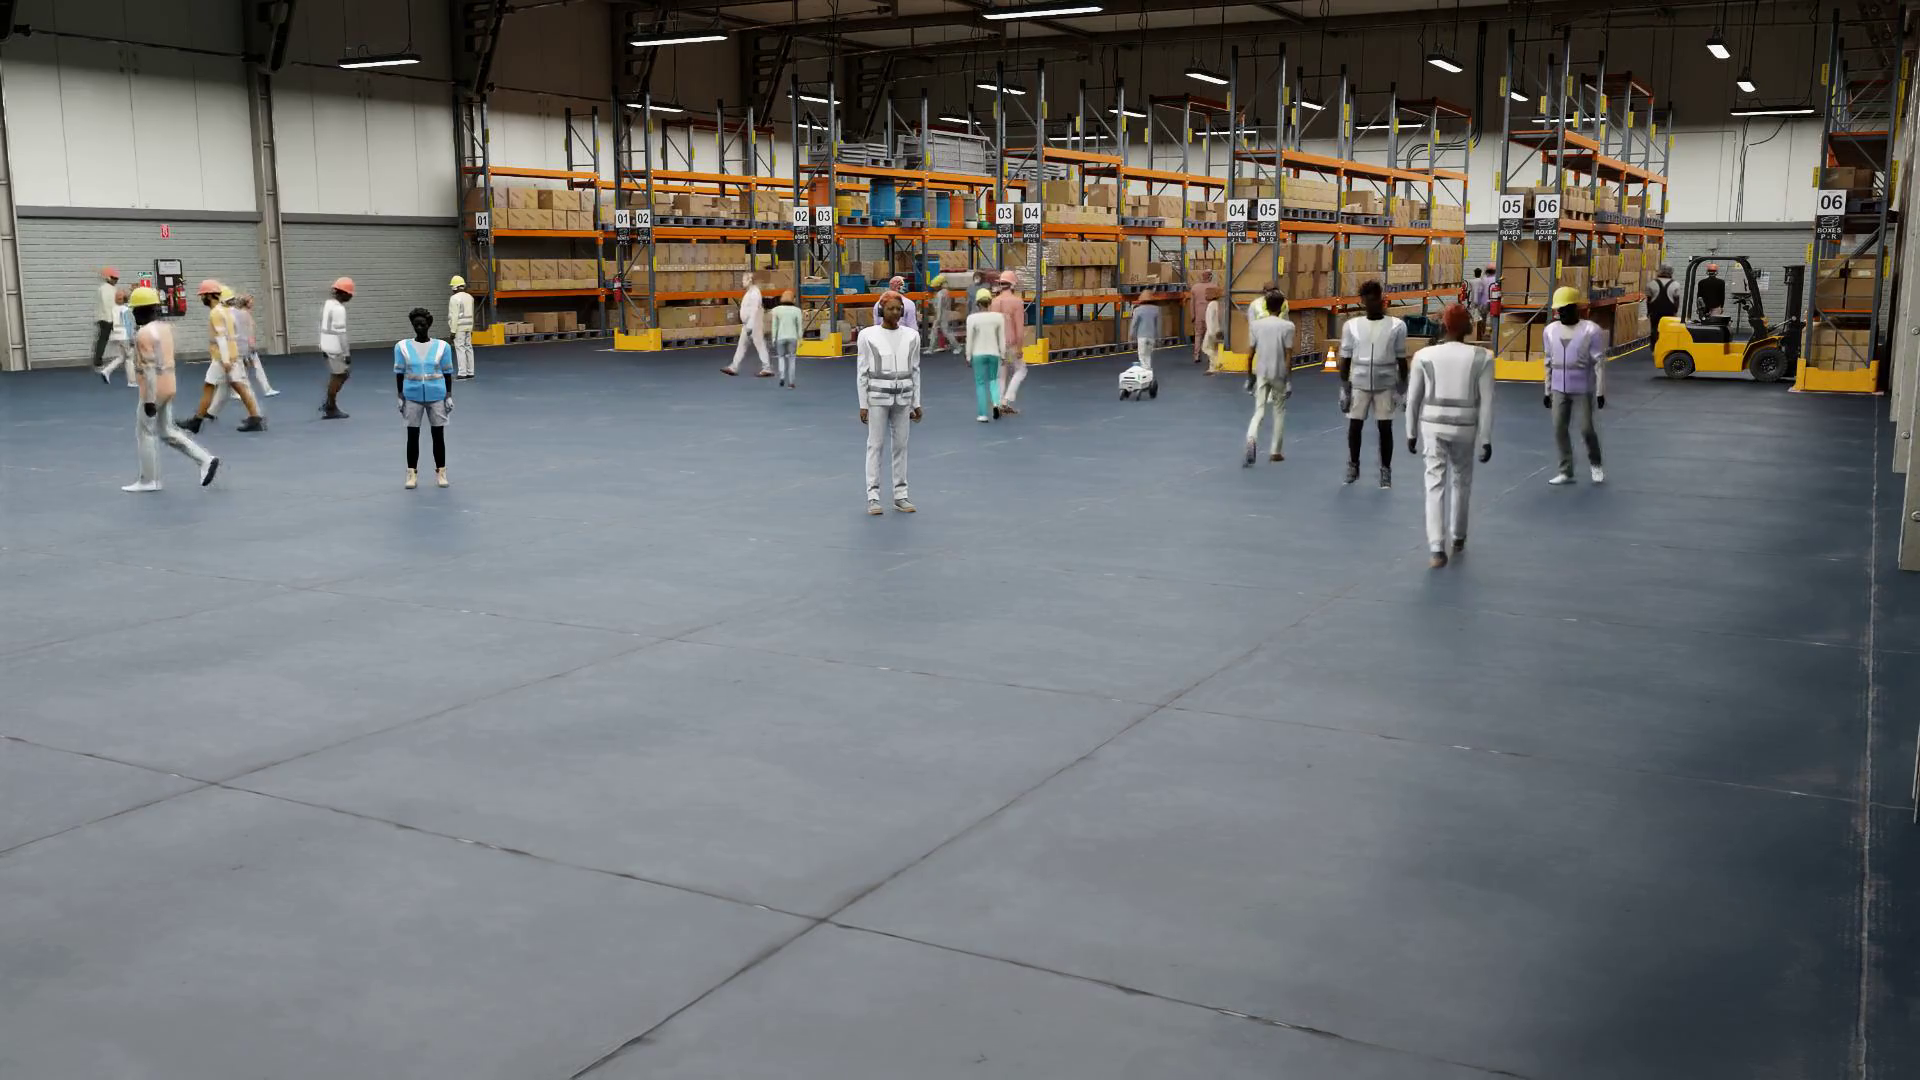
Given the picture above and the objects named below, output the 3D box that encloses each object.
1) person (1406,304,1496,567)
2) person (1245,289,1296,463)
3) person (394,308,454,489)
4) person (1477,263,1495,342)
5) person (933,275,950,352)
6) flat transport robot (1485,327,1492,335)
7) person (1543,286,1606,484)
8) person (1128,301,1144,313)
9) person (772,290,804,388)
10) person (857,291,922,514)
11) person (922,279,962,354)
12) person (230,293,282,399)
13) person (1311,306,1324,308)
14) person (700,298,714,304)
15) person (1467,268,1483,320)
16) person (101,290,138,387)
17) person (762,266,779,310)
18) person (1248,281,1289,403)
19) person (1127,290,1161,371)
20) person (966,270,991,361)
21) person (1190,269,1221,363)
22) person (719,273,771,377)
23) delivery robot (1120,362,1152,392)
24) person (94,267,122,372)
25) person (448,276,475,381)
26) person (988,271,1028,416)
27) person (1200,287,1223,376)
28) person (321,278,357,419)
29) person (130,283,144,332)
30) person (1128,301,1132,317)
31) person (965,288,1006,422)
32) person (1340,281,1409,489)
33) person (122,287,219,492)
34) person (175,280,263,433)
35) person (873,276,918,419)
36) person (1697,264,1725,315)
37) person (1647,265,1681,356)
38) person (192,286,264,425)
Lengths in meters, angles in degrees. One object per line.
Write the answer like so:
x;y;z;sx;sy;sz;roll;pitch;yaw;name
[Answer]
3.508;-0.766;11.922;0.606;1.829;0.969;3;10;19;person
3.224;-1.697;17.389;0.523;1.843;0.786;4;11;24;person
-5.025;-1.328;15.619;0.535;1.697;0.322;-3;10;-16;person
13.376;-5.984;42.035;0.608;2.003;1.040;2;10;13;person
-0.464;-5.148;37.848;0.369;1.732;0.544;-5;11;-29;person
14.346;-5.683;45.284;0.652;0.197;1.431;-6;11;-31;flat transport robot
5.855;-1.465;15.860;0.639;1.893;0.620;-9;13;-42;person
4.991;-6.632;46.678;0.562;1.695;0.319;2;10;10;person
-2.837;-3.312;27.464;0.520;1.617;0.352;0;10;1;person
-0.592;-1.161;14.097;0.574;1.884;0.356;-4;11;-24;person
-0.386;-4.963;36.945;0.853;1.685;0.522;-2;10;-13;person
-10.804;-2.949;25.379;0.805;1.599;0.545;-3;10;-16;person
8.803;-5.873;41.696;0.685;1.889;0.395;9;13;43;person
-7.026;-6.600;46.039;0.553;1.851;0.441;5;11;29;person
13.886;-6.369;44.669;0.515;1.860;0.324;4;10;22;person
-13.871;-3.315;27.460;0.522;1.621;0.543;7;12;34;person
-5.372;-6.809;47.116;0.636;1.902;0.494;6;12;33;person
4.605;-2.963;24.869;0.642;1.819;0.570;-1;10;-5;person
3.044;-3.343;27.678;0.598;1.610;0.583;-3;10;-19;person
0.404;-4.666;34.642;0.616;1.887;1.001;3;10;16;person
5.051;-4.588;34.097;0.651;1.906;0.401;6;11;31;person
-3.854;-3.859;29.946;0.960;1.855;0.673;-4;10;-20;person
2.684;-2.464;25.336;0.477;0.478;0.707;4;10;22;delivery robot
-15.915;-4.140;31.316;0.985;1.952;0.656;-1;10;-5;person
-8.732;-3.694;29.079;0.404;1.829;0.600;3;10;17;person
0.654;-2.668;22.658;0.643;1.972;0.464;8;13;39;person
4.559;-3.780;30.214;0.367;1.618;0.521;3;10;18;person
-8.290;-2.549;22.217;0.522;1.887;0.606;-6;11;-32;person
-16.421;-4.322;33.302;0.308;1.645;0.515;-4;10;-22;person
5.142;-7.000;48.121;0.632;1.938;0.359;4;11;23;person
0.322;-2.418;21.795;0.533;1.753;0.374;-3;10;-16;person
3.936;-1.455;15.693;0.688;1.946;0.517;4;10;21;person
-7.362;-1.383;15.360;0.773;1.901;0.592;-1;10;-4;person
-9.157;-2.251;20.493;1.015;1.872;0.556;-2;10;-10;person
-0.836;-2.573;22.294;0.643;1.910;0.400;5;11;29;person
17.712;-5.509;39.254;0.608;1.987;0.388;5;11;25;person
15.360;-5.034;36.314;0.692;2.000;1.009;6;11;30;person
-9.474;-2.366;21.409;0.934;1.783;0.610;-2;10;-9;person
